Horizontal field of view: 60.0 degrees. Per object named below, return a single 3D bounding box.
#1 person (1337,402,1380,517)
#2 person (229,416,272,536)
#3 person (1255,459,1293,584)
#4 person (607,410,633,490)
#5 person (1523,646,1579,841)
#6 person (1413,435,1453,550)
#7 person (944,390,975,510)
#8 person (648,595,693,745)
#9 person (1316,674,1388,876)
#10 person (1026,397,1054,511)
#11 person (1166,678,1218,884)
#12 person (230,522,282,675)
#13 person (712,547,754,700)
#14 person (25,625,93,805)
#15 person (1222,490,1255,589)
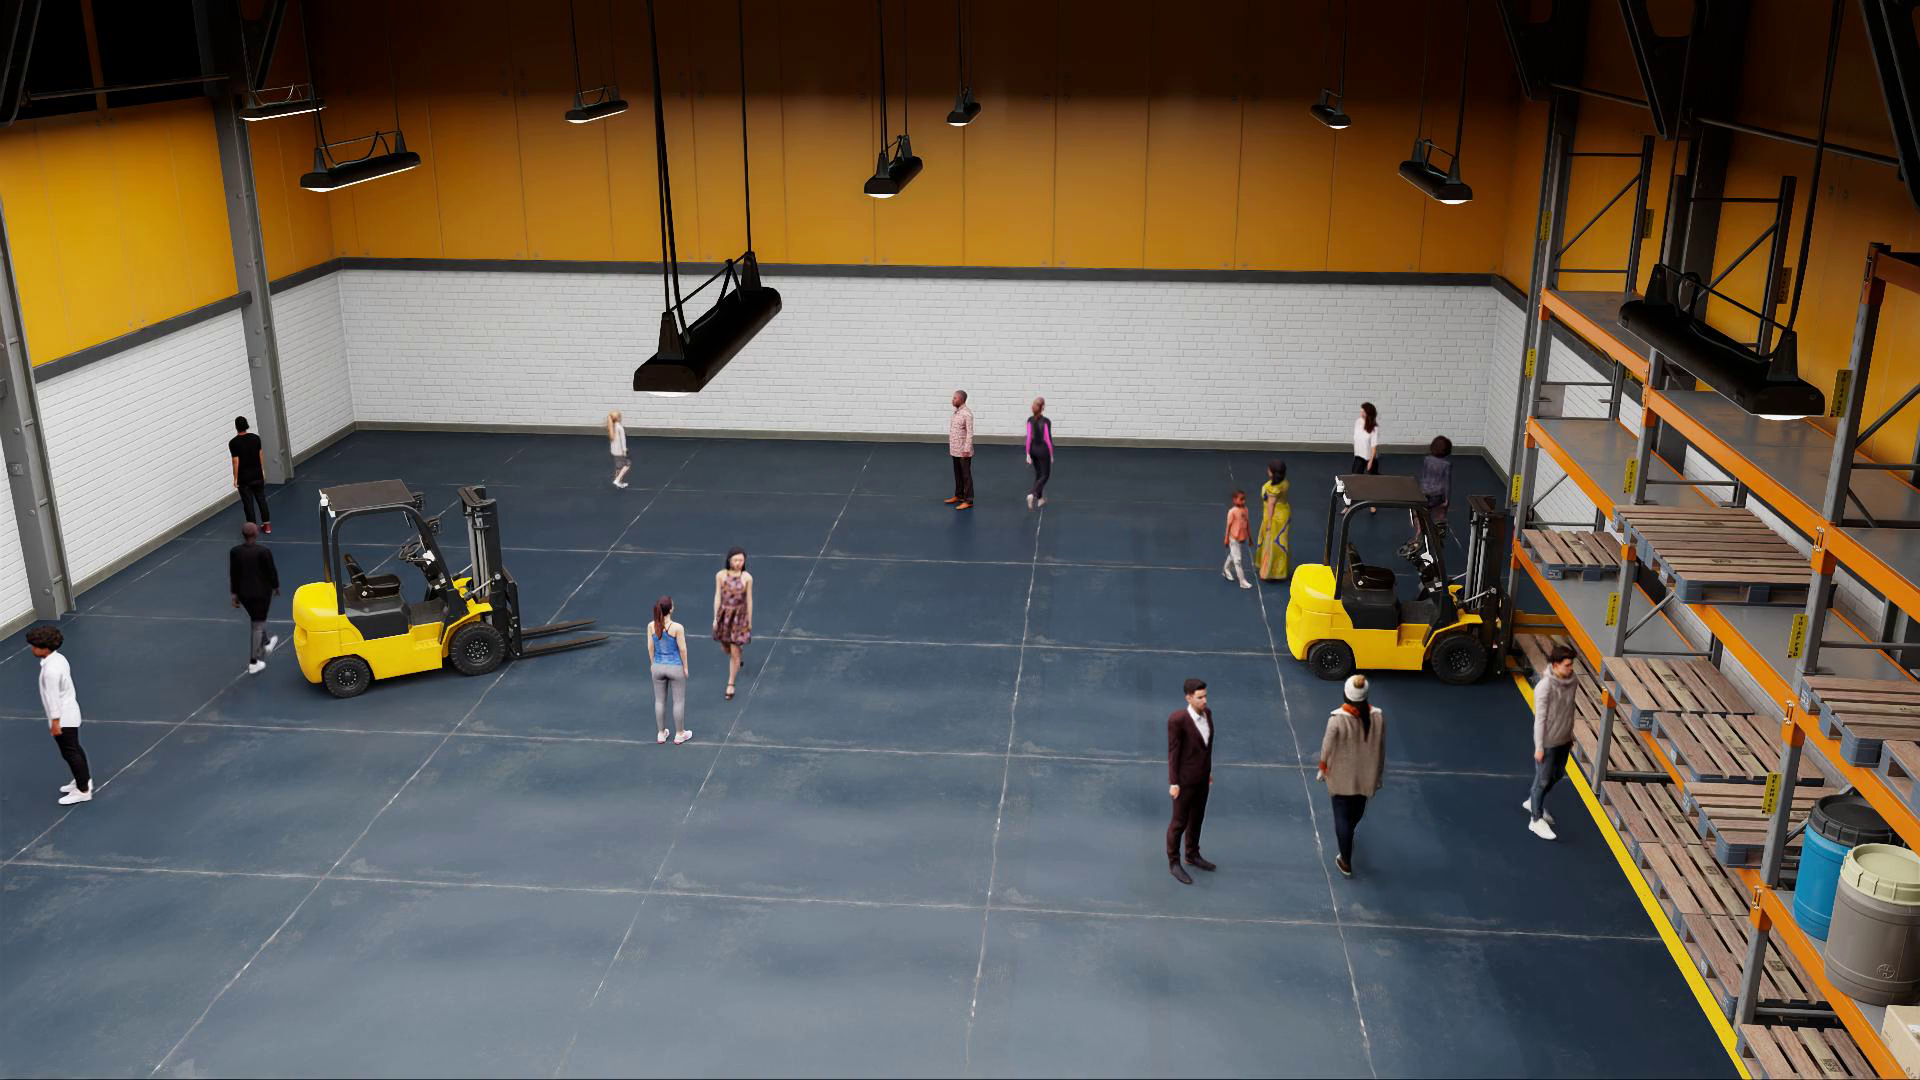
[{"bbox_3d":[6.080,-1.179,24.634,1.060,1.742,1.132,18,25,42],"label":"person"},{"bbox_3d":[-10.189,-0.923,23.850,0.787,1.758,0.690,14,23,36],"label":"person"},{"bbox_3d":[4.207,-0.273,22.084,1.056,1.652,0.902,10,21,28],"label":"person"},{"bbox_3d":[-5.379,-1.401,26.032,0.646,1.270,0.704,17,25,41],"label":"person"},{"bbox_3d":[5.491,1.835,15.511,0.895,1.852,0.959,-12,22,-31],"label":"person"},{"bbox_3d":[6.536,-0.601,23.011,0.936,1.682,1.055,16,24,39],"label":"person"},{"bbox_3d":[0.030,-1.389,25.154,0.843,1.808,0.723,-9,21,-25],"label":"person"},{"bbox_3d":[-3.046,1.345,17.349,0.586,1.608,0.546,4,19,11],"label":"person"},{"bbox_3d":[3.500,2.091,14.746,0.828,1.856,1.098,-2,19,-5],"label":"person"},{"bbox_3d":[1.166,-1.258,24.888,0.848,1.730,1.067,11,21,29],"label":"person"},{"bbox_3d":[2.042,2.088,14.740,0.770,1.866,0.834,-16,24,-38],"label":"person"},{"bbox_3d":[-8.151,0.691,19.104,0.682,1.727,1.065,2,19,6],"label":"person"},{"bbox_3d":[-2.498,0.893,18.467,0.639,1.750,0.869,1,19,4],"label":"person"},{"bbox_3d":[-8.681,1.666,16.088,0.769,1.804,0.652,-8,20,-22],"label":"person"},{"bbox_3d":[3.628,-0.044,21.986,0.815,1.282,0.934,-11,22,-31],"label":"person"}]
